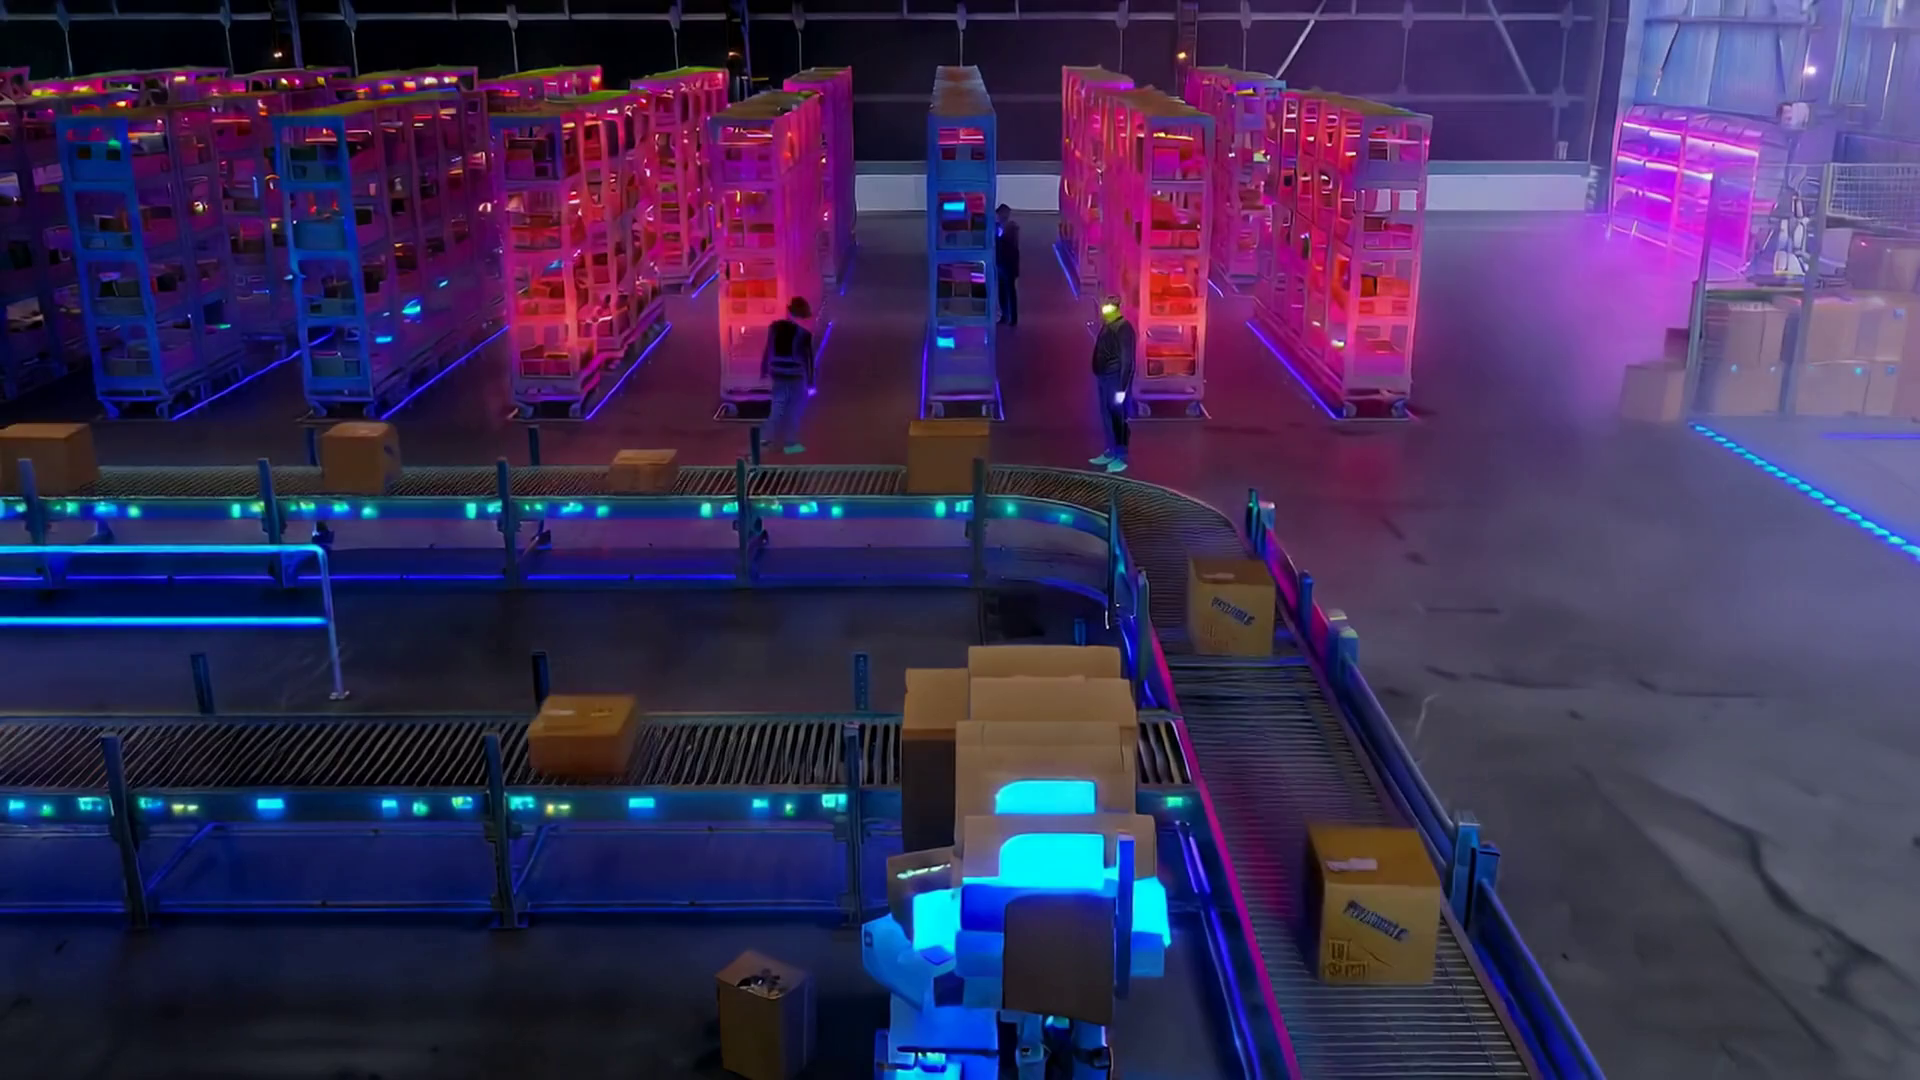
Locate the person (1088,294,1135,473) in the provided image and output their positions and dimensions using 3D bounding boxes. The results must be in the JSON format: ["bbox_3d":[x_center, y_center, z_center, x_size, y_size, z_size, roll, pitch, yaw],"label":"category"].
[{"bbox_3d":[1.600,-1.672,17.710,0.402,1.904,0.651,-5,19,-16],"label":"person"}]

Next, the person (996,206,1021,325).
[{"bbox_3d":[0.691,-4.270,25.829,0.574,1.831,0.398,11,21,30],"label":"person"}]

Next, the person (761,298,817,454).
[{"bbox_3d":[-1.863,-1.809,18.357,0.695,1.765,0.405,11,21,30],"label":"person"}]
